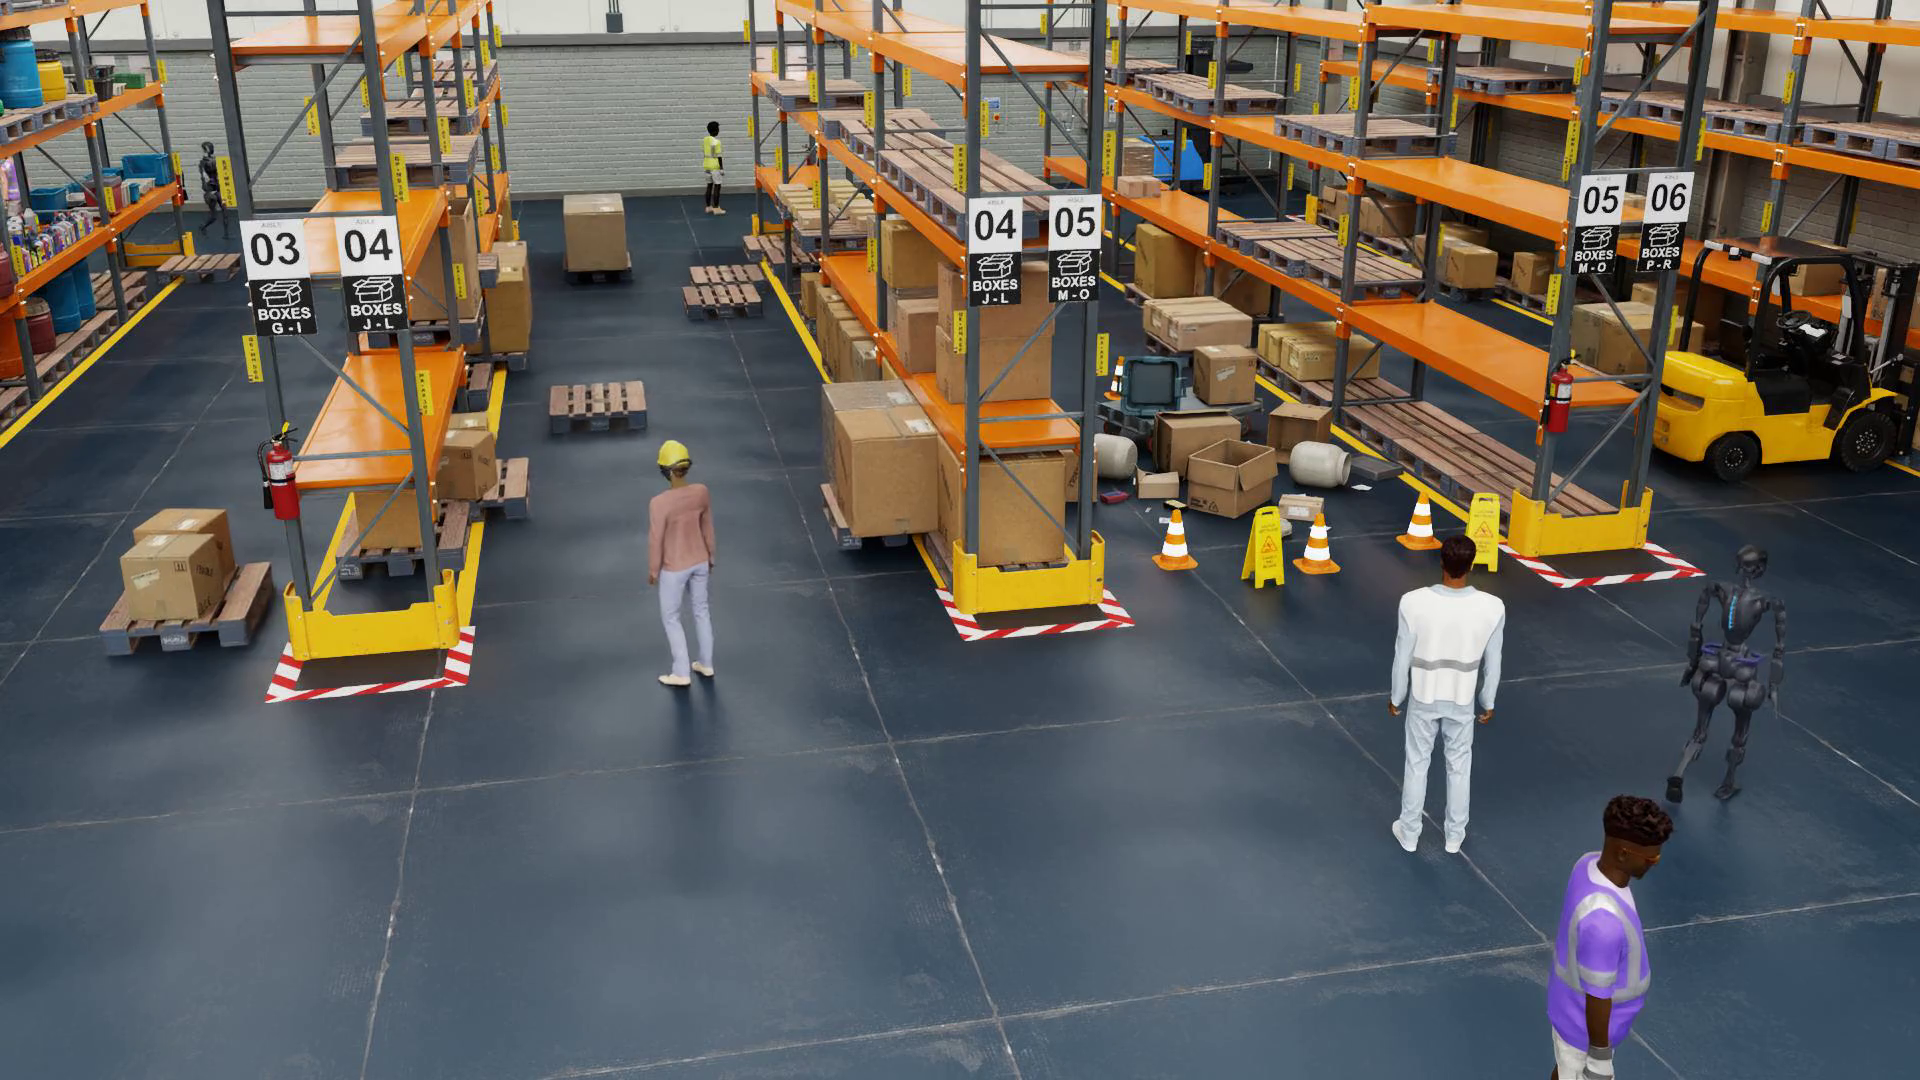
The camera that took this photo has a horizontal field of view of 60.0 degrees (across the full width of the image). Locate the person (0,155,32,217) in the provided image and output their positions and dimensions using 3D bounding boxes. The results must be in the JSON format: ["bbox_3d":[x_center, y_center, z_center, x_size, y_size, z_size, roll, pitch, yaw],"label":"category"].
[{"bbox_3d":[-15.367,-5.564,27.149,0.348,1.688,0.490,10,23,26],"label":"person"}]

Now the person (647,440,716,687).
[{"bbox_3d":[-1.942,0.163,11.627,0.359,1.756,0.541,16,26,36],"label":"person"}]

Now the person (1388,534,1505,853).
[{"bbox_3d":[2.745,0.888,9.447,0.595,1.916,0.374,3,21,7],"label":"person"}]

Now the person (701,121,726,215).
[{"bbox_3d":[-4.530,-6.835,30.569,0.537,1.687,0.319,19,27,41],"label":"person"}]

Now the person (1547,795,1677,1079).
[{"bbox_3d":[2.541,1.902,6.660,0.374,1.956,0.603,5,21,14],"label":"person"}]

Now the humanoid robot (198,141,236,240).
[{"bbox_3d":[-12.636,-5.910,28.116,0.546,1.644,0.599,7,21,17],"label":"humanoid robot"}]

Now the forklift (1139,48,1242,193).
[{"bbox_3d":[4.566,-8.313,32.860,1.873,2.768,1.129,-4,21,-12],"label":"forklift"}]

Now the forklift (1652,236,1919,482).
[{"bbox_3d":[8.013,-1.814,16.330,2.313,2.155,1.214,-4,21,-12],"label":"forklift"}]

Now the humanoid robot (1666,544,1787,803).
[{"bbox_3d":[4.589,0.832,9.955,0.632,1.634,0.608,-18,27,-40],"label":"humanoid robot"}]
